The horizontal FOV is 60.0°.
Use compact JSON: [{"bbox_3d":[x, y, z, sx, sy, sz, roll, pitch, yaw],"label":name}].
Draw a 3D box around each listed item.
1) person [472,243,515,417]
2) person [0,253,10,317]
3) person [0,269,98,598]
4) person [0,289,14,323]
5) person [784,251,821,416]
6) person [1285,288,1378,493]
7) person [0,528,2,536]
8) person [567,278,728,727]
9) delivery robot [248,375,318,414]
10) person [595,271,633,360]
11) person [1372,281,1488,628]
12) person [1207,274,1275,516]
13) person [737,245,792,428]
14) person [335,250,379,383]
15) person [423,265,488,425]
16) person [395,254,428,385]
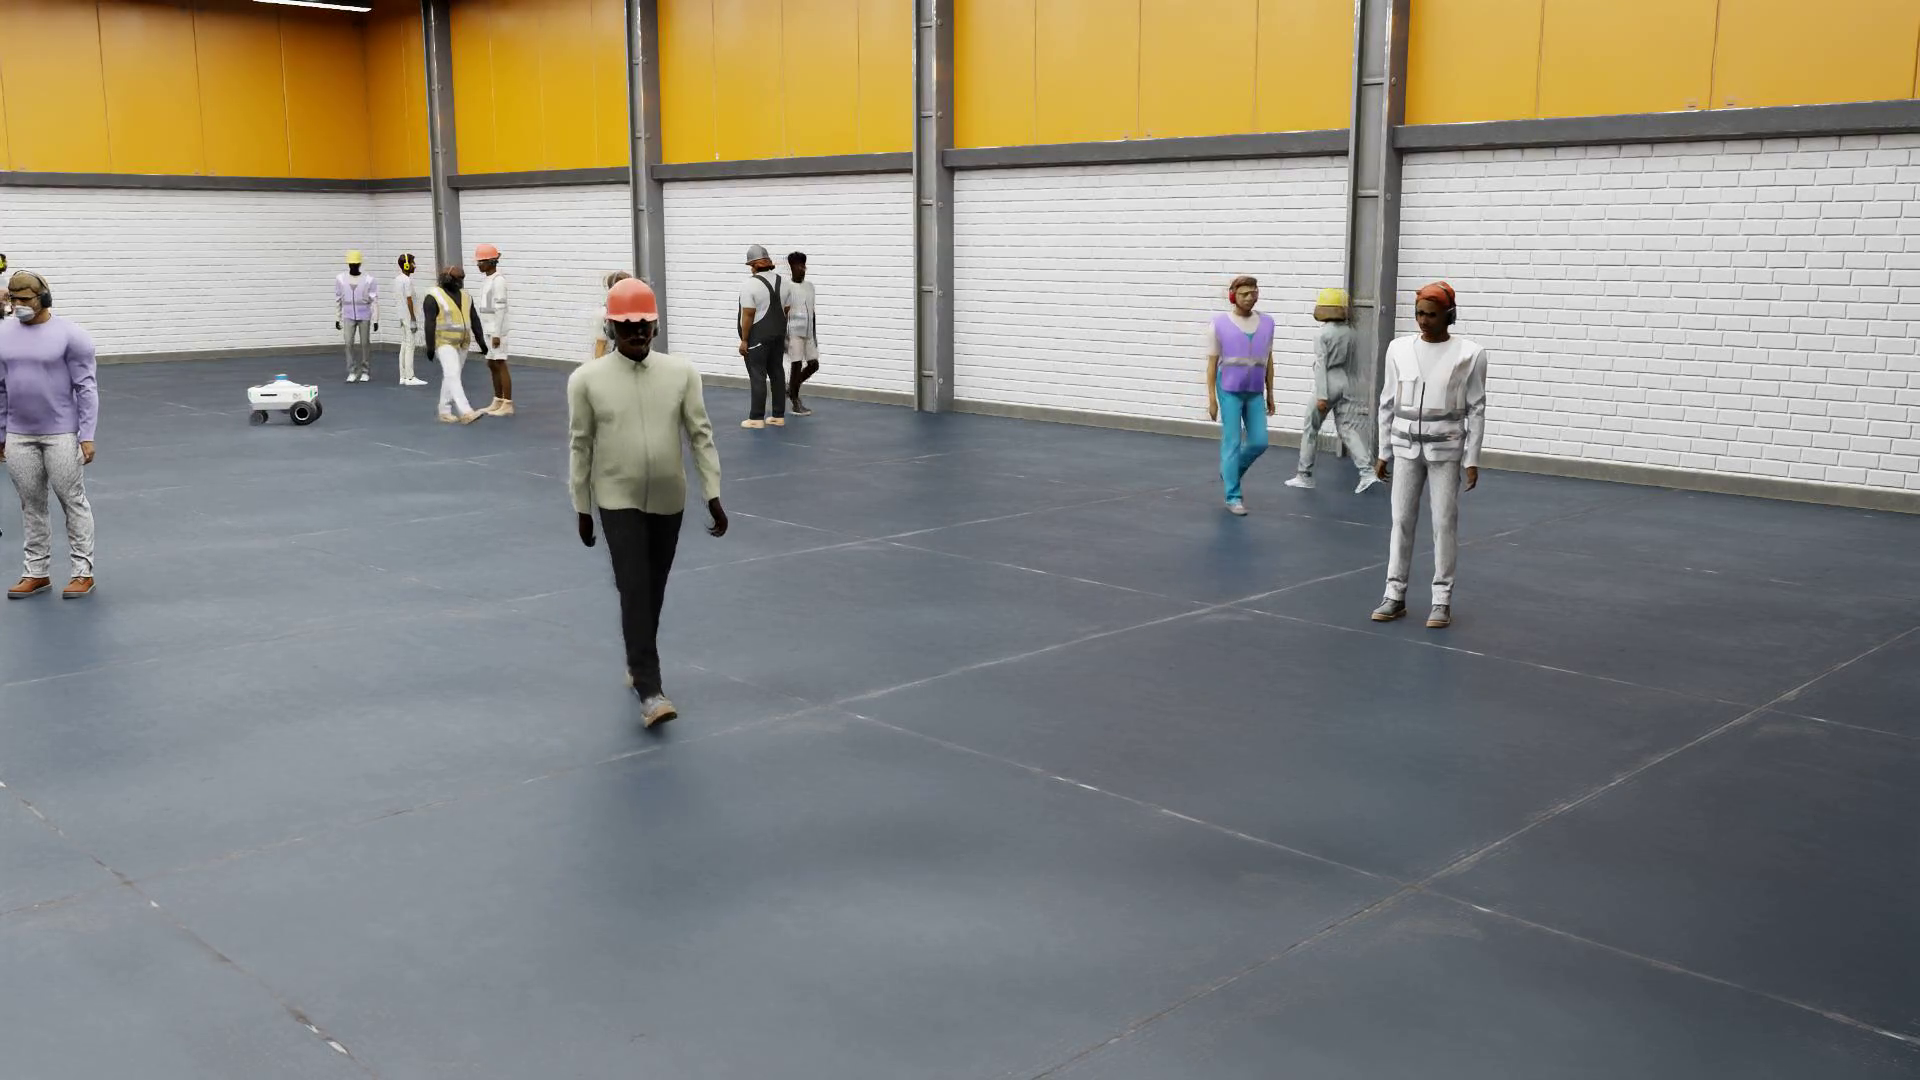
[{"bbox_3d":[-5.519,-2.470,19.621,0.383,2.041,0.610,-6,12,-32],"label":"person"},{"bbox_3d":[-14.687,-3.453,25.469,0.550,1.858,0.491,9,14,41],"label":"person"},{"bbox_3d":[-5.385,-0.614,9.787,0.627,1.934,0.372,0,10,1],"label":"person"},{"bbox_3d":[-9.187,-1.605,16.042,0.346,1.617,0.519,0,10,1],"label":"person"},{"bbox_3d":[-1.935,-2.454,19.776,0.466,1.945,0.629,8,13,39],"label":"person"},{"bbox_3d":[3.142,-1.243,13.848,0.495,1.704,0.871,-8,13,-38],"label":"person"},{"bbox_3d":[-7.124,-0.911,11.572,1.006,1.871,0.612,8,13,37],"label":"person"},{"bbox_3d":[-1.390,-0.180,7.397,0.625,1.941,1.015,-5,12,-27],"label":"person"},{"bbox_3d":[-7.662,-1.629,18.827,0.707,0.478,0.477,-2,11,-11],"label":"delivery robot"},{"bbox_3d":[-2.868,-1.384,14.273,0.636,1.823,0.556,3,11,16],"label":"person"},{"bbox_3d":[2.559,-0.464,9.098,0.573,1.886,0.357,7,12,33],"label":"person"},{"bbox_3d":[2.141,-1.115,12.777,0.587,1.834,0.469,-4,11,-20],"label":"person"},{"bbox_3d":[-2.231,-2.270,18.521,0.536,2.000,0.676,9,13,39],"label":"person"},{"bbox_3d":[-8.736,-3.222,24.061,0.635,1.903,0.767,-1,10,-7],"label":"person"},{"bbox_3d":[-5.668,-2.194,18.800,0.948,1.784,0.617,6,12,29],"label":"person"},{"bbox_3d":[-7.885,-3.150,23.788,0.311,1.869,0.534,-7,13,-35],"label":"person"}]
